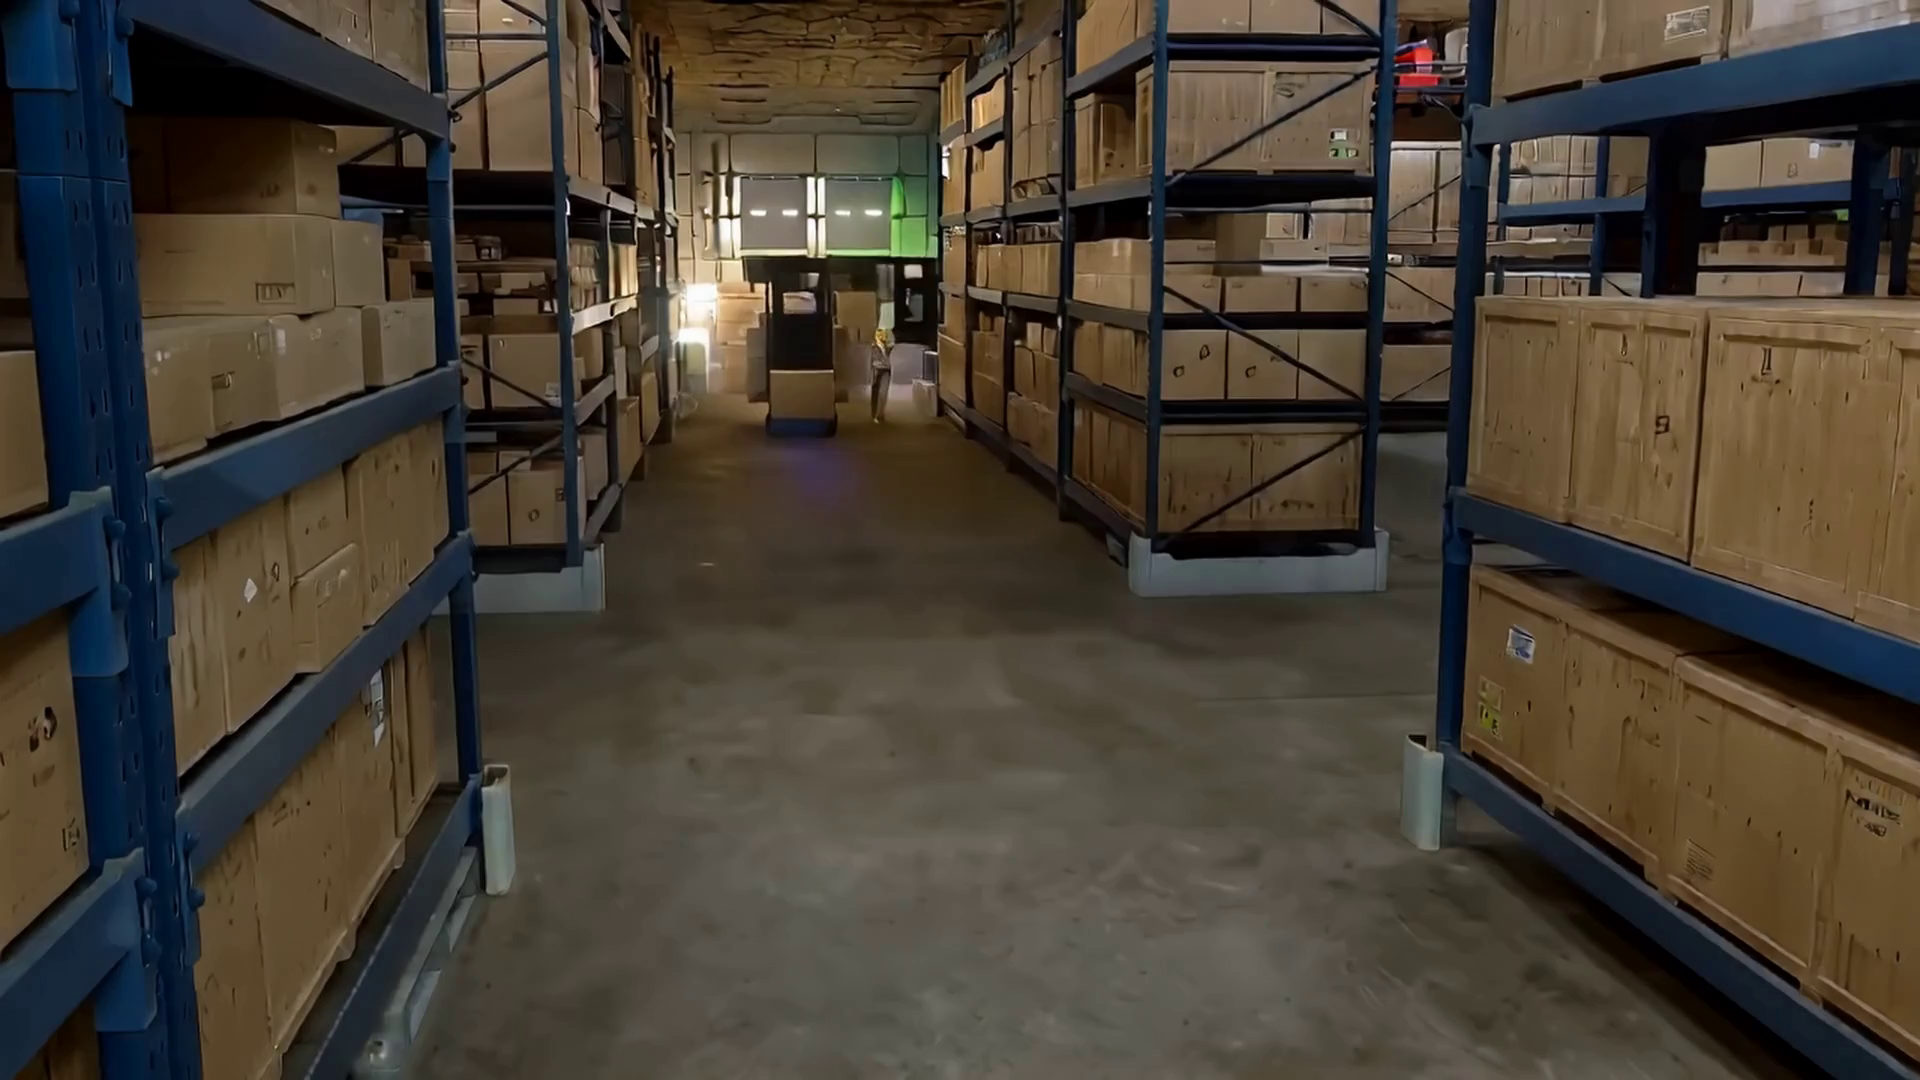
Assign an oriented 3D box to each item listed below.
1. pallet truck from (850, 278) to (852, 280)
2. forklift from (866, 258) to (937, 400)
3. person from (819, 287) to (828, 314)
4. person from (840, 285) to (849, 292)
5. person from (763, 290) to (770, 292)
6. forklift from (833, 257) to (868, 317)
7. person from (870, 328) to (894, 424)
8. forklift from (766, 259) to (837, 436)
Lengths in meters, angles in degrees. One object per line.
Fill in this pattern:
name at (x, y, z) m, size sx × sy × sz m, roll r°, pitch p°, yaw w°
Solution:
pallet truck at (-3.782, -9.391, 65.808) m, size 1.885 × 1.965 × 0.823 m, roll 2°, pitch 10°, yaw 10°
forklift at (-0.924, -4.260, 33.368) m, size 1.129 × 2.768 × 1.873 m, roll 8°, pitch 12°, yaw 37°
person at (-4.374, -7.325, 54.036) m, size 0.509 × 1.932 × 0.669 m, roll -8°, pitch 12°, yaw -38°
person at (-3.734, -7.494, 55.059) m, size 0.655 × 1.879 × 0.959 m, roll -9°, pitch 13°, yaw -41°
person at (-5.353, -5.943, 45.900) m, size 0.355 × 1.938 × 0.634 m, roll 0°, pitch 10°, yaw 2°
forklift at (-2.884, -6.733, 47.766) m, size 1.873 × 2.768 × 1.129 m, roll -3°, pitch 10°, yaw -15°
person at (-1.349, -2.822, 28.608) m, size 0.310 × 1.638 × 0.522 m, roll 9°, pitch 13°, yaw 42°
forklift at (-2.592, -3.153, 26.921) m, size 1.129 × 2.768 × 1.873 m, roll -1°, pitch 10°, yaw -7°
